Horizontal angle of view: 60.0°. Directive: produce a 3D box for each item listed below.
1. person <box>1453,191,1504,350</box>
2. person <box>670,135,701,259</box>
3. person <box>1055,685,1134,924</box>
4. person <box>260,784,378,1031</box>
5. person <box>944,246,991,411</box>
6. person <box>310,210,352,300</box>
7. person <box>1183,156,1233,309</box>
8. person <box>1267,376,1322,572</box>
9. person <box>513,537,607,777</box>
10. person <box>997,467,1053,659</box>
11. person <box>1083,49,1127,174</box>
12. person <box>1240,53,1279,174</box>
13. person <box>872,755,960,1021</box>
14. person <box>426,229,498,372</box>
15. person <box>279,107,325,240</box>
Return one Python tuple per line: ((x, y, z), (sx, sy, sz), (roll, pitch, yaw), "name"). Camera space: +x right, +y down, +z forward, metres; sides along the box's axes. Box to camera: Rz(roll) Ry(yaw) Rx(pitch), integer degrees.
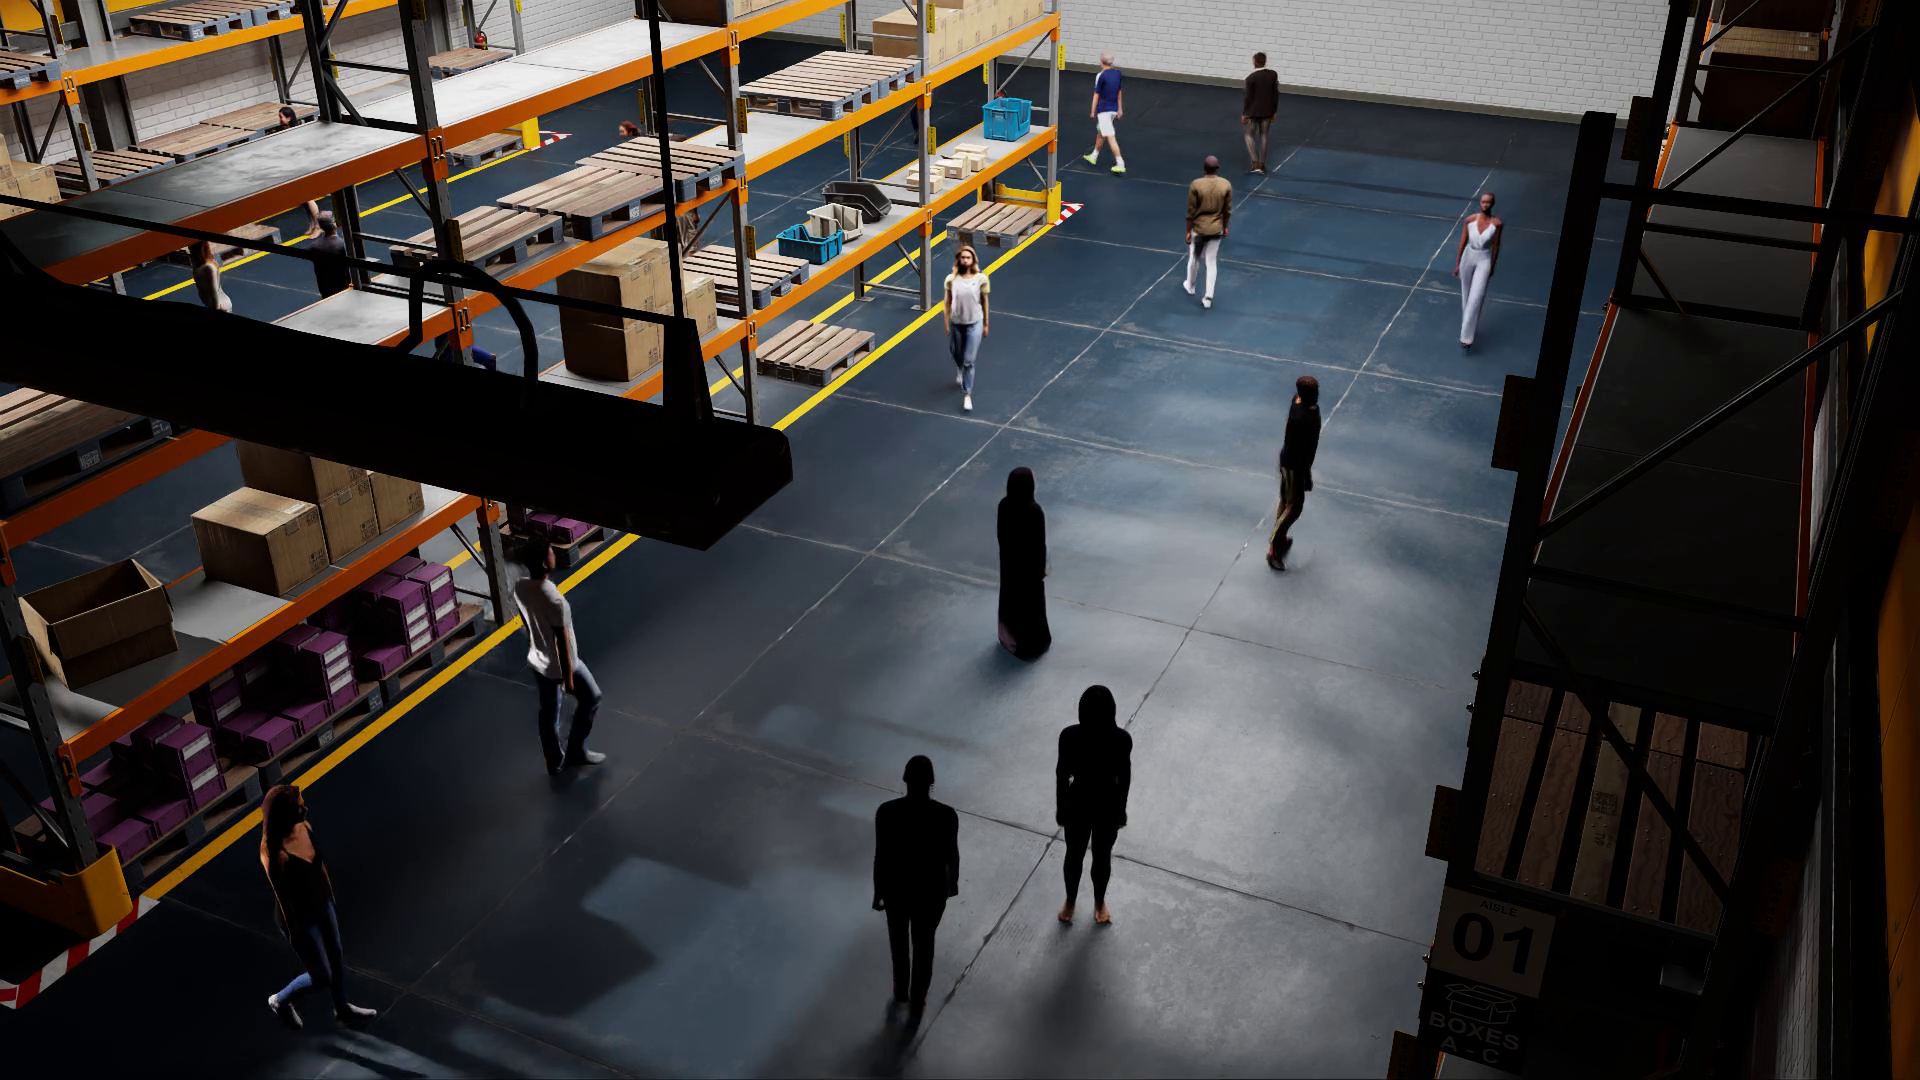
((5.890, -3.120, 18.968), (0.579, 1.748, 0.995), (13, 31, 23), "person")
((-3.434, -4.090, 20.624), (0.702, 1.863, 0.728), (-24, 37, -37), "person")
((0.824, 1.621, 10.291), (0.674, 1.733, 0.641), (2, 29, 3), "person")
((-3.766, 2.107, 9.424), (0.782, 1.710, 0.805), (4, 29, 7), "person")
((0.057, -2.273, 17.463), (0.907, 1.701, 1.156), (1, 29, 1), "person")
((-6.697, -2.625, 17.995), (0.817, 1.810, 1.086), (9, 30, 15), "person")
((2.971, -3.658, 19.903), (1.013, 1.797, 1.138), (-2, 29, -4), "person")
((2.886, -0.667, 14.406), (0.924, 1.810, 0.699), (-5, 29, -9), "person")
((-2.883, 0.865, 11.554), (0.753, 1.850, 0.730), (21, 35, 33), "person")
((0.484, 0.153, 13.110), (0.680, 1.612, 0.687), (25, 37, 37), "person")
((2.260, -6.367, 24.883), (1.216, 1.783, 0.985), (-24, 37, -37), "person")
((4.498, -6.399, 24.934), (0.877, 1.790, 0.928), (-2, 29, -4), "person")
((-0.264, 2.046, 9.503), (0.751, 1.742, 0.753), (1, 29, 1), "person")
((-5.319, -2.387, 17.518), (0.828, 1.848, 1.092), (20, 35, 33), "person")
((-8.821, -4.907, 22.221), (0.805, 1.769, 0.778), (-18, 33, -29), "person")
